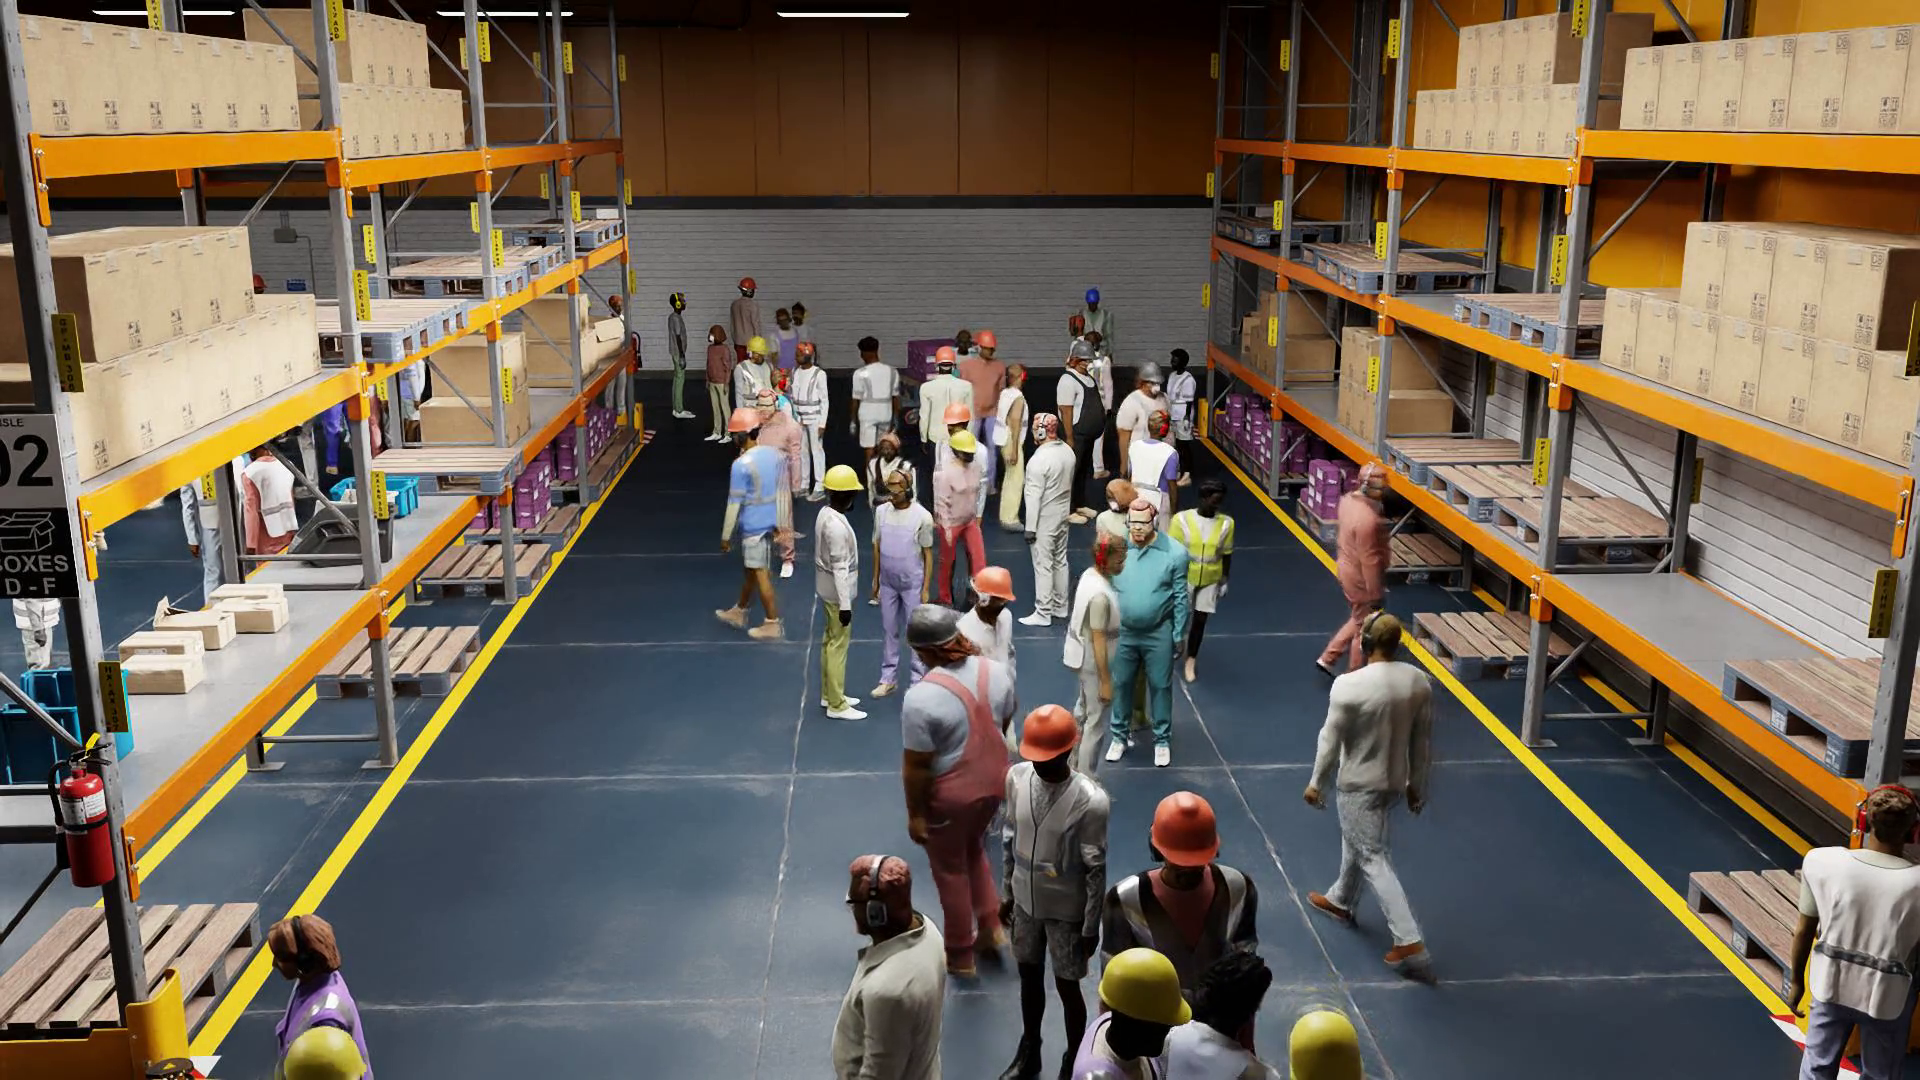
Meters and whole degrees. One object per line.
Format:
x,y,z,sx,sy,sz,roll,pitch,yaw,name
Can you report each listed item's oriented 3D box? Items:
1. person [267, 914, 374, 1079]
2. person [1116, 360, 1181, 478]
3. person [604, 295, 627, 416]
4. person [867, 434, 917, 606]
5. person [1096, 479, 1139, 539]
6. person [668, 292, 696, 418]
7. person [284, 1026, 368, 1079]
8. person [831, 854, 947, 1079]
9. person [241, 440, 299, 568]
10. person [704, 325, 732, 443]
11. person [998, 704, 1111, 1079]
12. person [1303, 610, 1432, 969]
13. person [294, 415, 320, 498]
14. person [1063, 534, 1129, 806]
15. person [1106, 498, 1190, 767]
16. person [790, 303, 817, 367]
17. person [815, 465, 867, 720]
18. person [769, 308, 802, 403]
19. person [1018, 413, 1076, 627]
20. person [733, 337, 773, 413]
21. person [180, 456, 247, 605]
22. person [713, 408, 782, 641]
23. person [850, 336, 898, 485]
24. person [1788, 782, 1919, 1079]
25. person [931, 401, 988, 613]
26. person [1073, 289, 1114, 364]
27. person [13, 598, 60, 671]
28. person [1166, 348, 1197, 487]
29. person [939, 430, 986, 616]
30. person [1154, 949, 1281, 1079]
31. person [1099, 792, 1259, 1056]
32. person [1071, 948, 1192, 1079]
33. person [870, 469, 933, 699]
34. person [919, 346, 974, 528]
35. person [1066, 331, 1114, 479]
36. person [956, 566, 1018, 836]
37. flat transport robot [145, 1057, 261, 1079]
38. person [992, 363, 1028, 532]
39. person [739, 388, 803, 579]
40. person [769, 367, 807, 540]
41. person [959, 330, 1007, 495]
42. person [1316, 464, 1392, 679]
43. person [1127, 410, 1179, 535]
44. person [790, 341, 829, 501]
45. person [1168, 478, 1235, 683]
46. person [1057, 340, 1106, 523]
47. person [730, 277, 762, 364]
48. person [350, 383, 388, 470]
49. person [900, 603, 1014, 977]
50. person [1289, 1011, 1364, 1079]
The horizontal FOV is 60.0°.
-2.327,2.137,6.154,0.313,1.631,0.525,-7,16,-26,person
1.916,-0.932,17.379,0.976,2.000,0.680,14,20,43,person
-5.041,-2.652,24.446,0.356,1.881,0.575,10,17,33,person
-0.614,-0.220,15.485,0.523,1.585,0.879,5,15,18,person
1.357,0.292,13.443,0.542,1.595,0.367,4,15,16,person
-4.189,-2.767,24.913,0.328,1.877,0.513,-5,15,-18,person
-1.722,2.318,4.928,0.635,1.883,0.616,5,15,17,person
-0.261,2.034,6.033,0.402,1.896,0.652,2,14,9,person
-5.854,-0.048,14.182,0.398,1.908,0.599,3,15,13,person
-3.347,-2.162,23.012,0.284,1.636,0.500,-14,20,-43,person
0.401,1.644,7.507,0.549,1.926,0.387,11,18,37,person
2.238,1.305,8.894,0.634,1.902,0.975,-9,17,-32,person
-7.798,-1.440,19.681,0.353,1.886,0.573,-4,15,-17,person
0.880,0.821,10.956,0.415,1.816,0.709,0,14,1,person
1.251,0.635,11.520,0.645,1.900,0.399,4,15,14,person
-2.364,-2.505,24.017,0.528,1.807,1.012,8,16,28,person
-0.888,0.386,12.433,0.376,1.924,0.595,-3,15,-12,person
-2.393,-2.358,23.414,0.555,1.814,0.512,-8,16,-29,person
0.759,-0.185,14.730,0.399,1.900,0.644,9,17,32,person
-2.482,-1.582,20.364,0.403,1.823,0.588,13,19,42,person
-6.393,-0.089,14.346,0.409,1.907,0.597,10,17,35,person
-1.899,-0.136,14.302,0.854,2.010,0.621,6,15,22,person
-1.028,-1.464,19.779,0.626,1.918,0.899,-10,17,-33,person
3.660,1.878,6.757,0.562,1.837,0.388,11,18,38,person
-0.020,-0.299,15.099,0.542,1.938,0.358,8,16,29,person
2.003,-2.798,24.971,0.618,1.898,0.938,1,14,5,person
-6.703,0.615,12.107,0.309,1.640,0.513,-6,16,-23,person
2.684,-1.499,20.308,0.318,1.690,0.530,-6,15,-21,person
0.067,-0.124,14.798,0.548,1.732,0.761,-12,18,-38,person
0.855,2.208,5.775,0.417,1.663,0.559,-13,19,-42,person
0.836,1.895,6.312,0.615,2.029,0.409,-3,15,-11,person
0.527,2.189,5.388,0.399,1.912,0.591,3,15,10,person
-0.448,0.347,12.759,0.504,1.839,0.344,7,16,26,person
-0.151,-1.122,18.215,0.608,1.995,0.376,-3,15,-13,person
1.634,-1.691,20.756,0.633,1.842,0.429,9,17,31,person
0.138,0.992,10.441,0.432,1.724,0.593,12,19,39,person
-3.388,2.631,6.918,0.652,0.197,1.431,1,14,4,flat transport robot
0.566,-1.015,18.162,0.405,1.808,0.689,-3,15,-11,person
-1.847,-0.551,16.197,0.643,1.891,0.394,5,15,17,person
-1.922,-0.916,17.700,0.389,1.846,0.567,-10,17,-34,person
0.253,-1.552,19.942,0.631,1.972,0.672,-4,15,-15,person
3.095,0.303,12.876,0.486,1.883,0.697,0,14,0,person
1.756,-0.271,15.178,0.372,1.840,0.570,-12,19,-40,person
-1.780,-1.395,19.511,0.575,1.883,0.362,13,20,42,person
1.883,0.316,13.201,0.581,1.667,0.368,-1,14,-3,person
1.356,-1.213,18.481,0.535,2.000,0.681,7,16,25,person
-3.307,-3.095,25.958,0.622,1.992,0.397,12,19,40,person
-7.571,-1.870,21.176,0.621,1.986,0.409,4,15,14,person
-0.048,1.280,8.695,0.710,2.000,0.547,-13,19,-41,person
1.105,2.262,5.204,0.614,1.863,1.045,0,14,0,person
